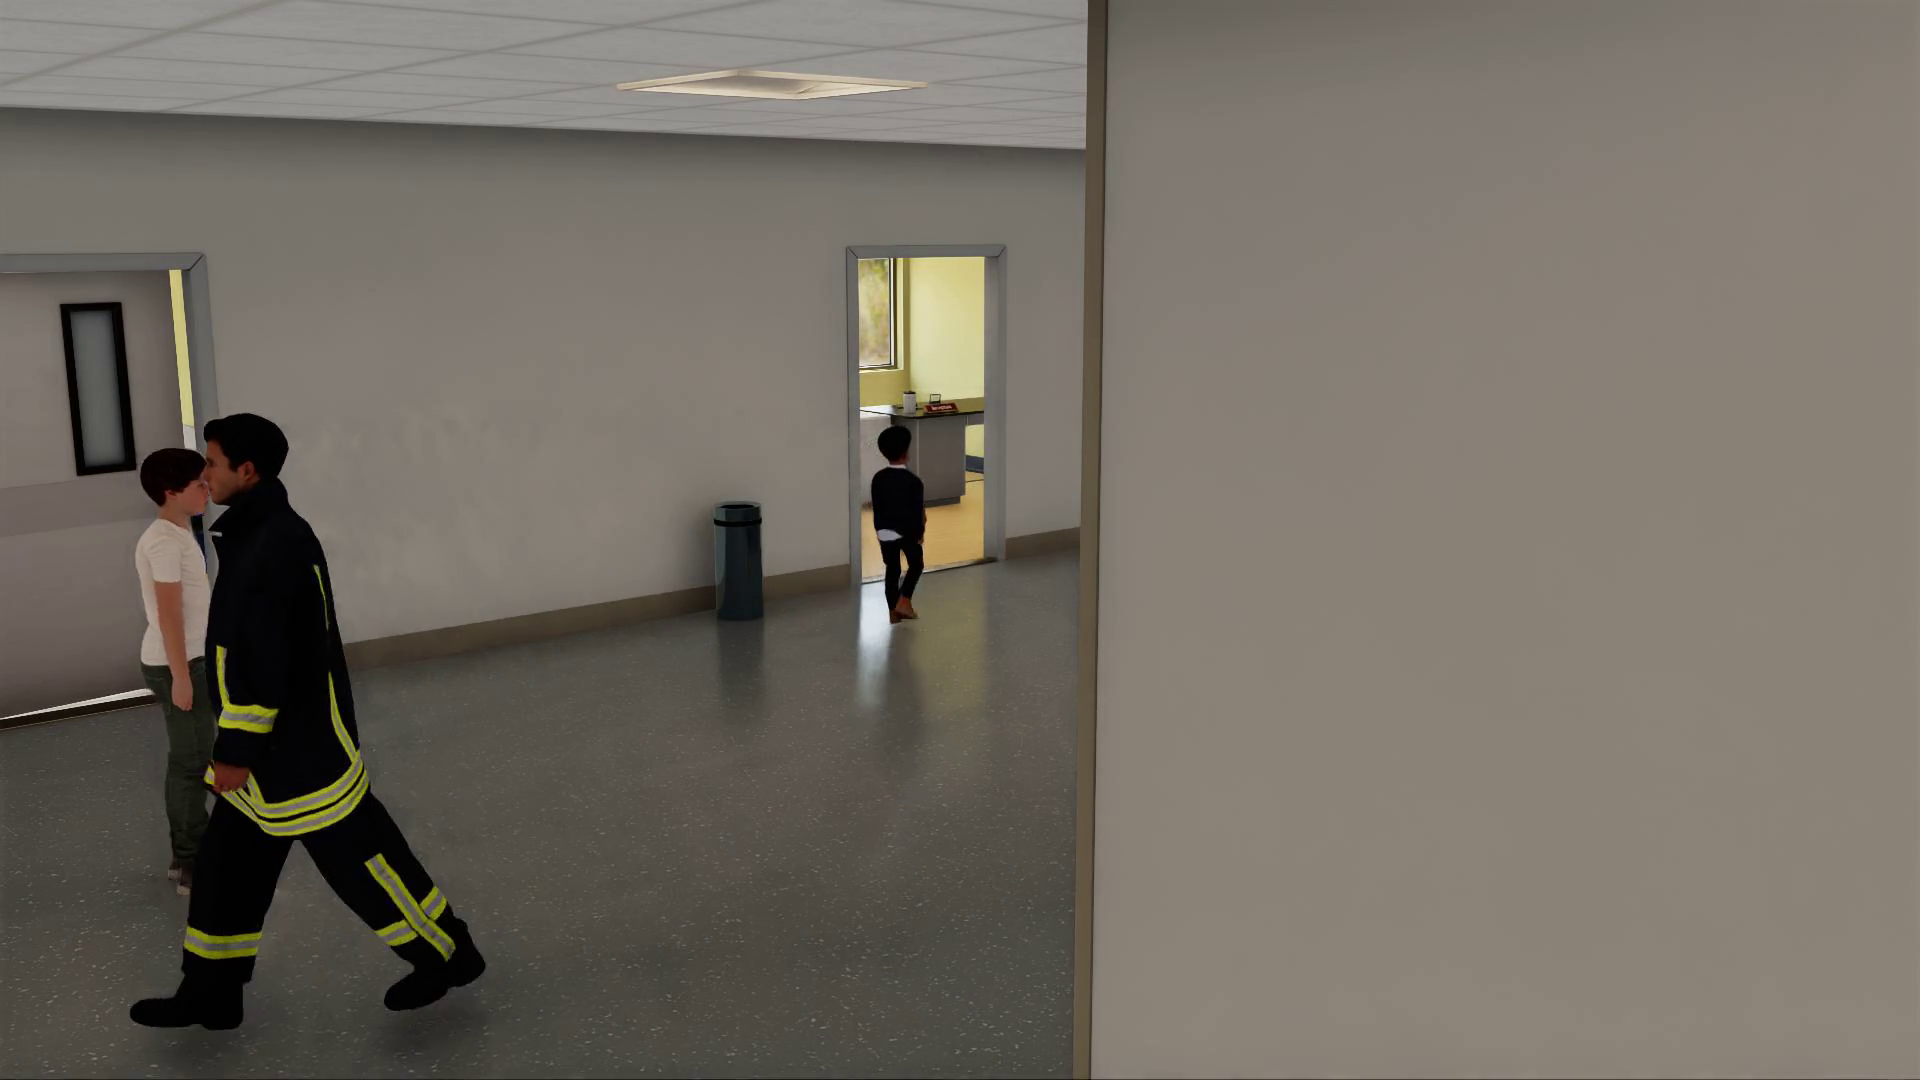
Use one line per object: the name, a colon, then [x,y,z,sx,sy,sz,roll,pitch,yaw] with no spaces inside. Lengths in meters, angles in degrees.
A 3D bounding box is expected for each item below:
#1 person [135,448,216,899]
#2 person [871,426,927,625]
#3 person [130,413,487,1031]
person: [-2.898,0.477,6.161,0.689,1.654,0.682,-4,12,-21]
person: [-0.393,-0.081,10.157,0.591,1.221,0.625,5,12,24]
person: [-1.900,0.588,4.979,1.341,1.877,0.992,-5,12,-23]
